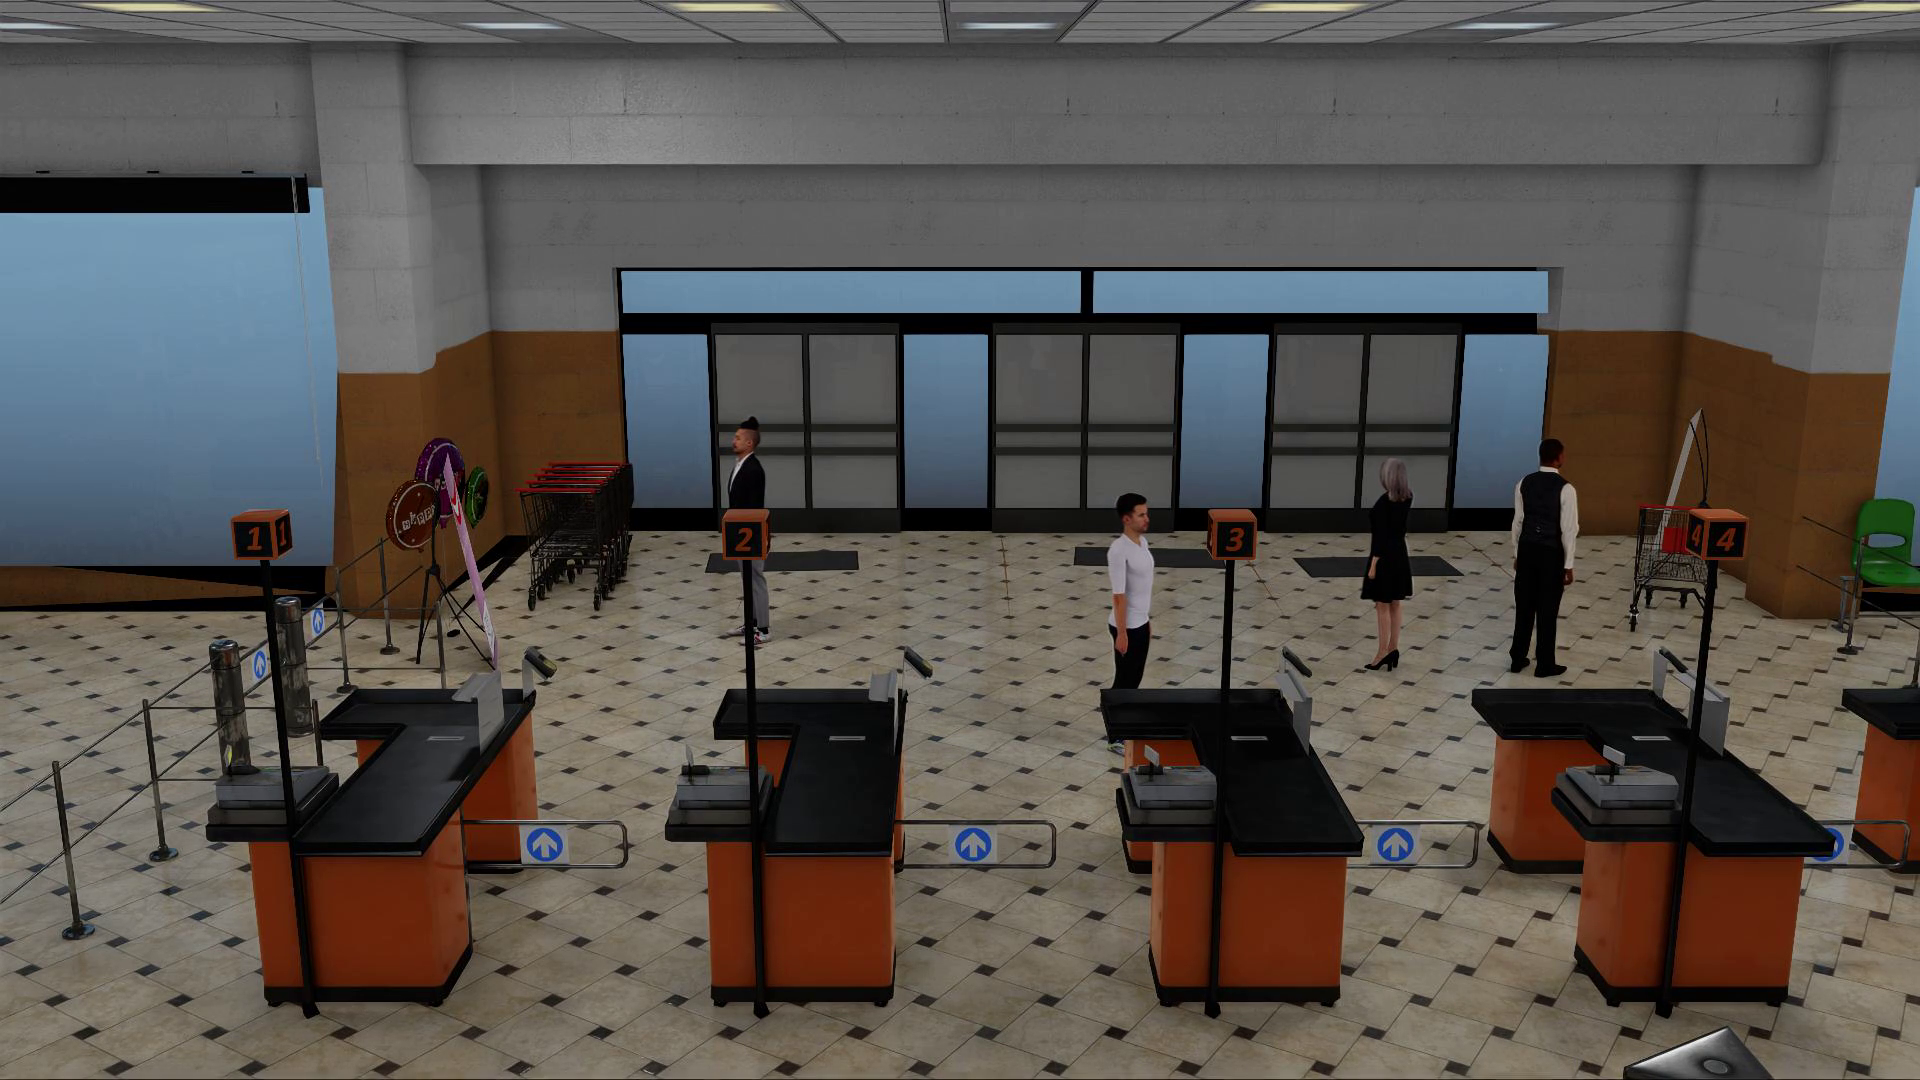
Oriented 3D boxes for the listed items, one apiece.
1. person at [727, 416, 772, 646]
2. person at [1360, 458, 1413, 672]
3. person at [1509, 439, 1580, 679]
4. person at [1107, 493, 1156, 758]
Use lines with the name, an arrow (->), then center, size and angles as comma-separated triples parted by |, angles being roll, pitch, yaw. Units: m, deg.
person -> -1.785, -0.089, 14.175 | 0.847, 1.948, 0.687 | -6, 15, -22
person -> 3.451, 0.192, 13.445 | 0.760, 1.746, 0.700 | 13, 19, 43
person -> 4.658, 0.134, 13.318 | 0.830, 1.919, 0.764 | -13, 19, -42
person -> 1.192, 0.575, 11.643 | 0.819, 1.851, 0.670 | 7, 15, 26
